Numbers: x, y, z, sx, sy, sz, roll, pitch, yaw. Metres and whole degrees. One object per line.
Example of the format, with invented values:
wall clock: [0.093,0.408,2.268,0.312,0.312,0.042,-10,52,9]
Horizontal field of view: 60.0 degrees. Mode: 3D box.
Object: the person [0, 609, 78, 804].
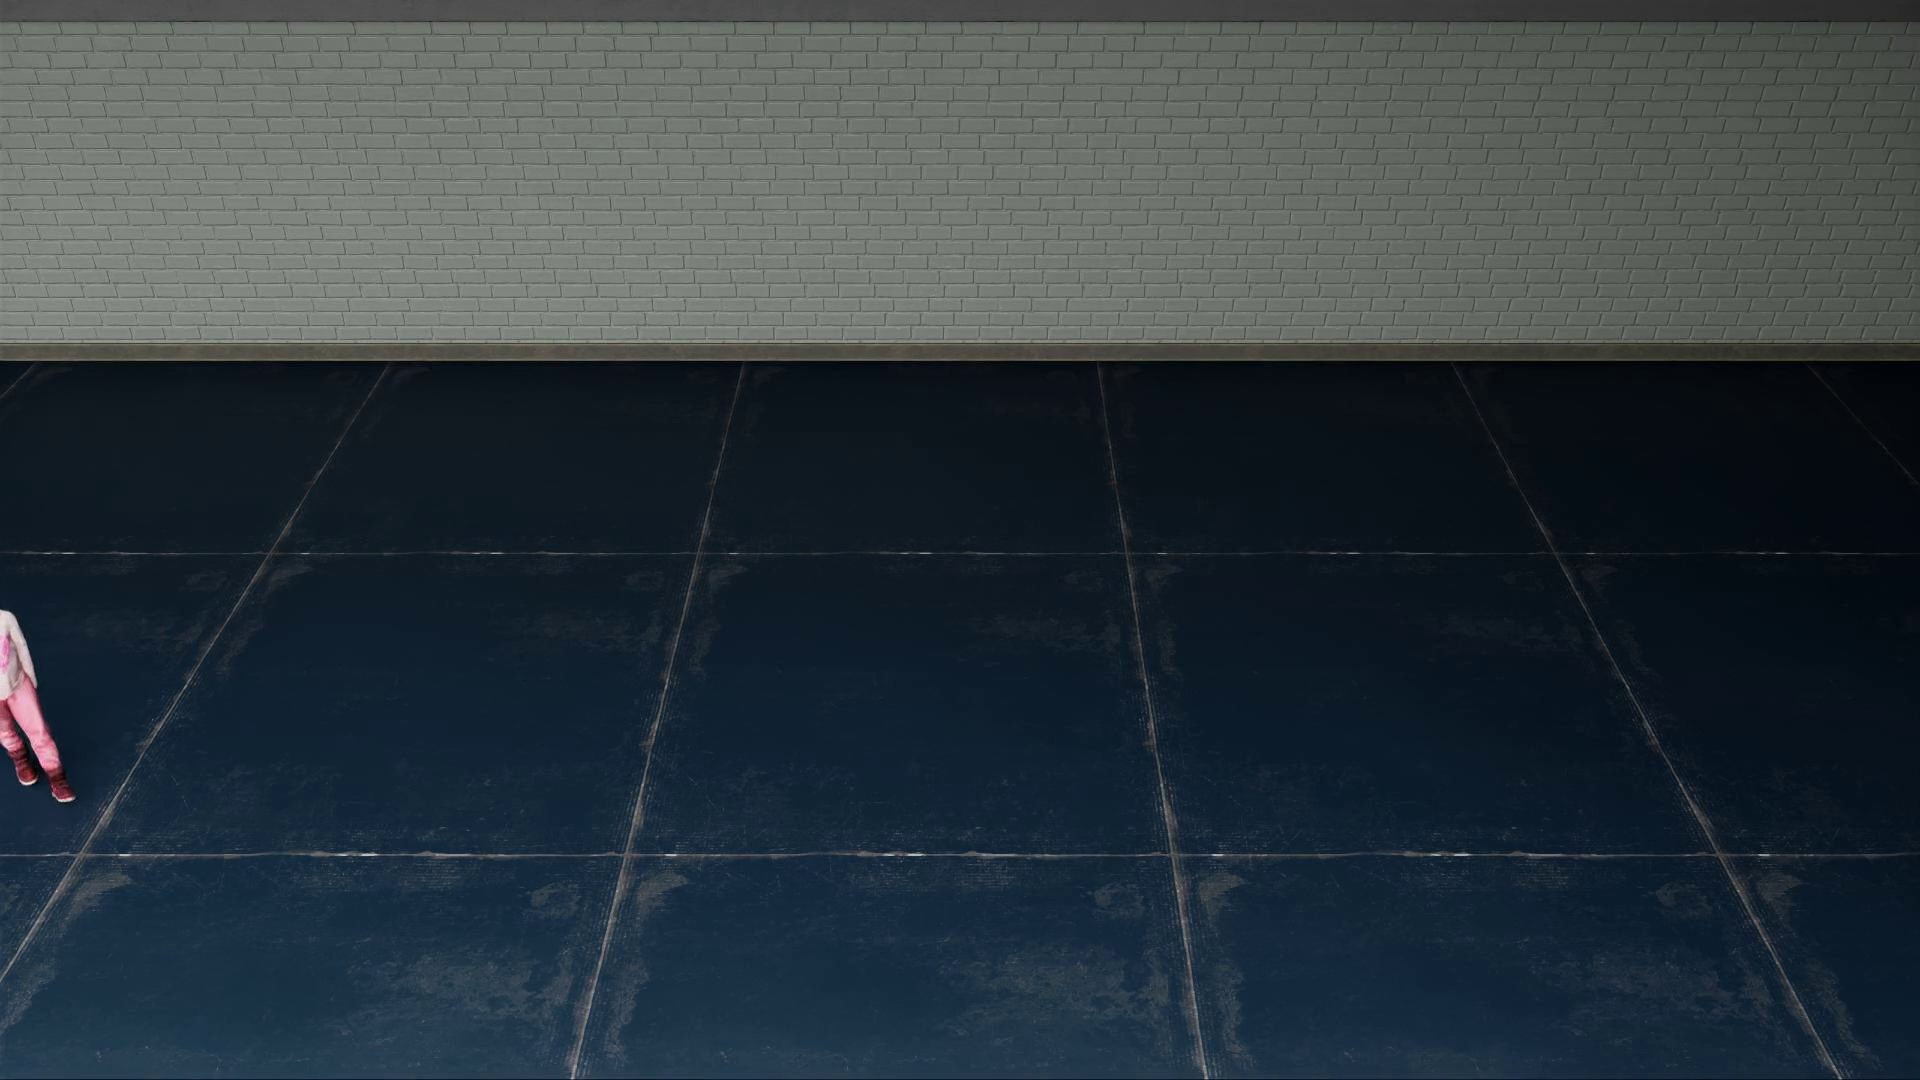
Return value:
person: [-5.372,0.789,9.260,0.865,1.420,0.975,-22,39,-30]
